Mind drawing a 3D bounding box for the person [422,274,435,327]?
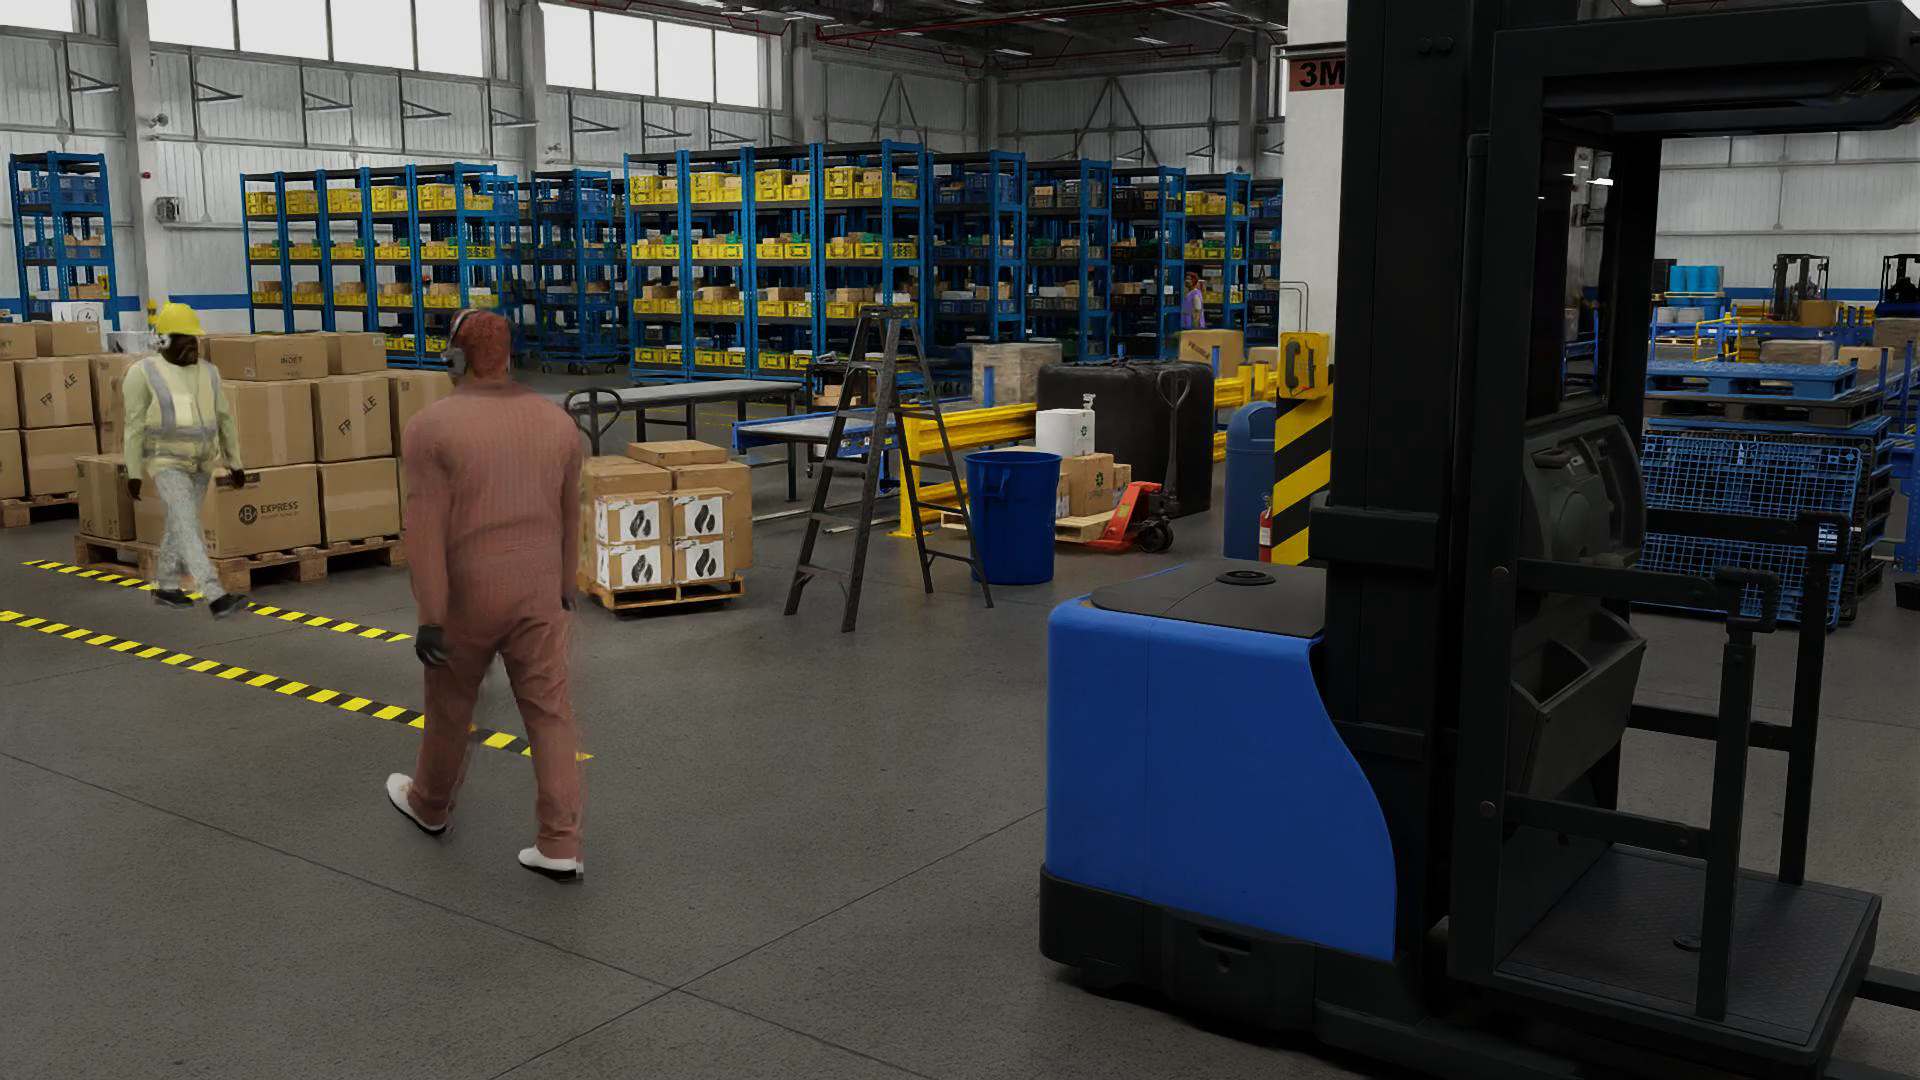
[{"bbox_3d":[-11.530,-4.889,36.051,0.361,1.743,0.559,3,10,20],"label":"person"}]

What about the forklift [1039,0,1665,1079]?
[{"bbox_3d":[1.249,-0.137,4.360,1.873,2.768,1.129,7,12,35],"label":"forklift"}]

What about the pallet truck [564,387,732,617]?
[{"bbox_3d":[-1.981,-0.274,10.088,0.680,1.201,1.601,-5,11,-28],"label":"pallet truck"}]

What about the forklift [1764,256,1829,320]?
[{"bbox_3d":[20.253,-5.854,40.139,1.157,1.987,2.680,7,12,35],"label":"forklift"}]

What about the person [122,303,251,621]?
[{"bbox_3d":[-4.376,-0.446,9.469,0.945,1.777,0.625,5,11,26],"label":"person"}]

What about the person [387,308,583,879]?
[{"bbox_3d":[-1.601,0.165,5.582,0.673,1.856,0.991,-9,13,-43],"label":"person"}]

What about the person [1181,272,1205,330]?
[{"bbox_3d":[3.764,-3.422,26.988,0.385,1.849,0.569,-1,10,-9],"label":"person"}]

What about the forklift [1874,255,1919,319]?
[{"bbox_3d":[22.089,-5.634,38.796,1.157,1.987,2.680,6,11,33],"label":"forklift"}]

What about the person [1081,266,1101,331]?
[{"bbox_3d":[2.339,-4.152,30.874,1.020,1.997,0.634,5,11,27],"label":"person"}]

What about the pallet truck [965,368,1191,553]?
[{"bbox_3d":[0.845,-0.609,11.869,1.630,1.274,0.653,7,12,35],"label":"pallet truck"}]
